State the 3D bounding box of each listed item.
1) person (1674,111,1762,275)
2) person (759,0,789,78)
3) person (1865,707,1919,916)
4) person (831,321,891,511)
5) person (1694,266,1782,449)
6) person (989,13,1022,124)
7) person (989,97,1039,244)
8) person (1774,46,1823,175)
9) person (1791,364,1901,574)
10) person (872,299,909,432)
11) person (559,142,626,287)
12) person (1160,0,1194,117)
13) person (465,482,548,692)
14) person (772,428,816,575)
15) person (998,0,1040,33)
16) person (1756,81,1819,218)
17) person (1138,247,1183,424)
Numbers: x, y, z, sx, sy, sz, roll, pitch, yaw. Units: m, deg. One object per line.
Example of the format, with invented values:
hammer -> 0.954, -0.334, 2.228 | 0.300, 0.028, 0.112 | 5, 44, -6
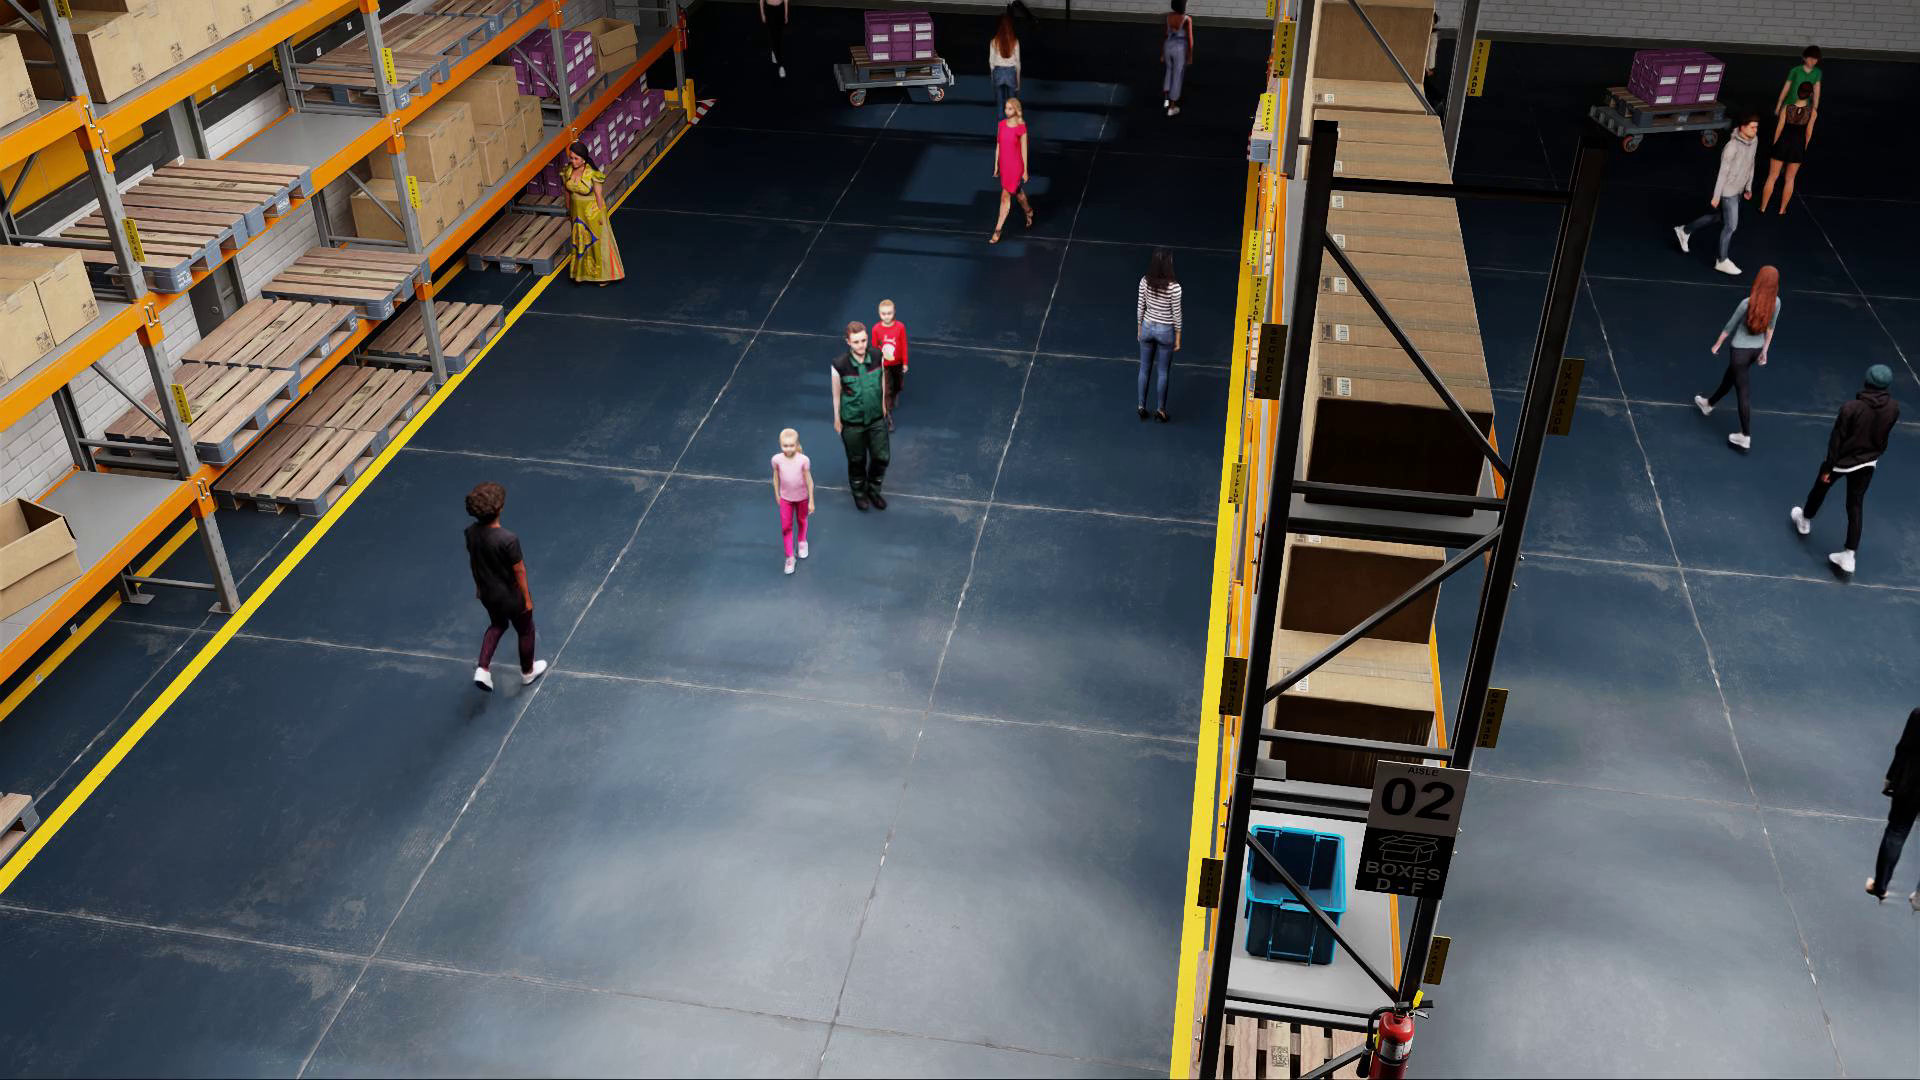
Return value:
person -> 8.651, -3.984, 18.852 | 1.193, 1.825, 1.184 | -26, 41, -33
person -> -2.755, -7.848, 24.779 | 0.916, 1.700, 1.272 | -7, 34, -11
person -> 5.763, 1.474, 9.777 | 0.777, 1.777, 0.677 | 14, 36, 21
person -> -0.882, -1.114, 14.530 | 0.810, 1.830, 0.848 | -13, 36, -19
person -> 7.345, -1.672, 15.496 | 0.907, 1.692, 1.223 | -8, 34, -11
person -> 0.595, -6.116, 22.159 | 0.633, 1.716, 0.722 | 2, 34, 3
person -> 0.671, -4.381, 19.580 | 0.966, 1.682, 1.123 | 29, 43, 36
person -> 10.745, -5.578, 21.444 | 0.607, 1.610, 1.095 | 5, 34, 8
person -> 7.428, -0.579, 13.778 | 0.825, 1.772, 1.273 | 0, 34, 0
person -> -0.666, -1.723, 15.952 | 0.677, 1.270, 0.889 | -6, 34, -9
person -> -4.136, -3.629, 18.473 | 0.846, 1.655, 0.731 | 8, 34, 11
person -> 2.958, -6.728, 23.109 | 0.726, 1.683, 0.802 | 21, 39, 28
person -> -3.424, 0.396, 12.310 | 0.732, 1.773, 0.938 | 13, 36, 19
person -> -1.388, -0.403, 13.984 | 0.589, 1.251, 0.788 | -2, 34, -3
person -> 0.932, -8.832, 26.252 | 0.888, 1.708, 1.032 | 20, 39, 28
person -> 10.029, -4.737, 20.121 | 0.623, 1.674, 0.622 | 13, 36, 19
person -> 1.875, -1.933, 15.793 | 0.632, 1.797, 0.581 | 17, 37, 23
